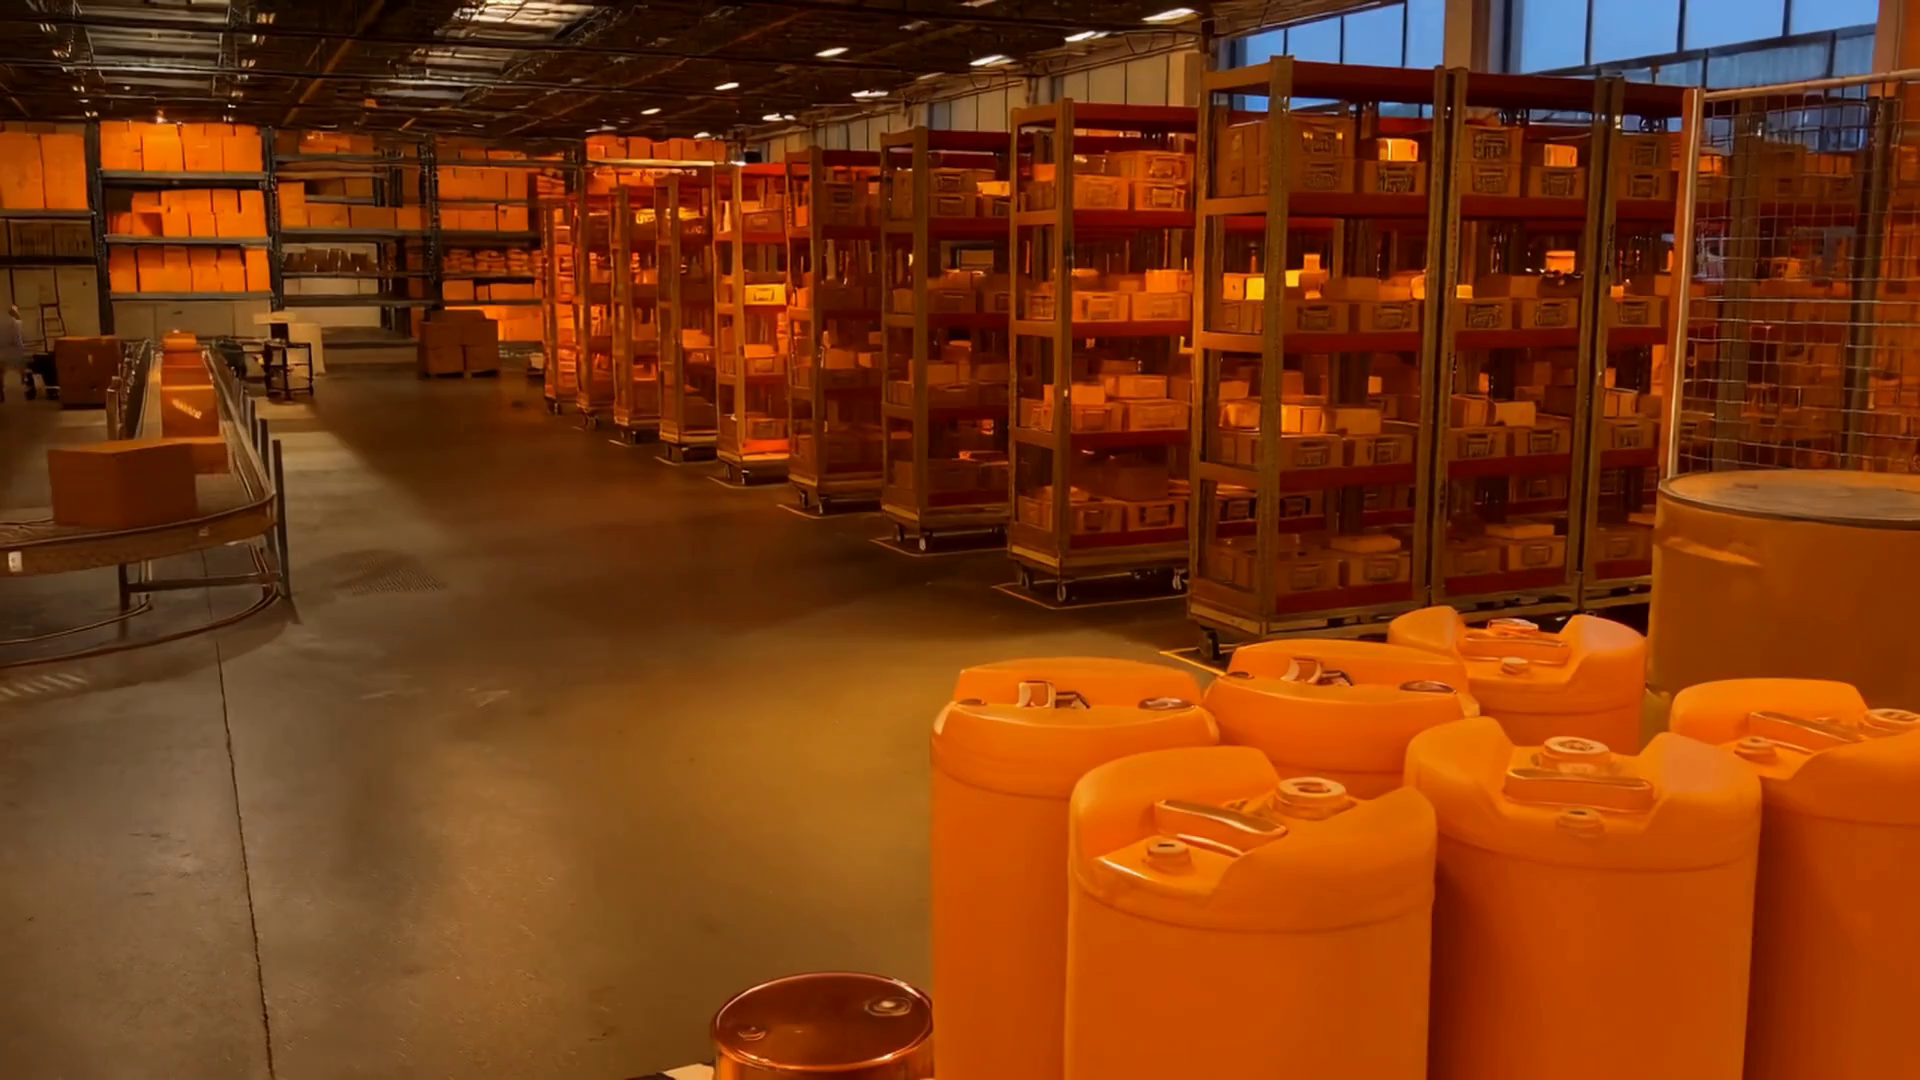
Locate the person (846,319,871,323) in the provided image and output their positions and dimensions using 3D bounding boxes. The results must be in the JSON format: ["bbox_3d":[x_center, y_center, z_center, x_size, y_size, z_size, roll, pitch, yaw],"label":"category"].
[{"bbox_3d":[-1.902,-3.478,30.456,0.612,1.975,0.631,9,13,43],"label":"person"}]

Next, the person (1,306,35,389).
[{"bbox_3d":[-19.603,-3.999,34.526,0.516,1.701,0.857,3,10,17],"label":"person"}]

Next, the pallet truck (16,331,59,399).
[{"bbox_3d":[-17.082,-3.353,31.781,1.630,1.274,0.653,-4,10,-25],"label":"pallet truck"}]

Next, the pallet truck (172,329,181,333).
[{"bbox_3d":[-17.275,-3.851,35.096,1.601,1.201,0.680,0,9,1],"label":"pallet truck"}]
